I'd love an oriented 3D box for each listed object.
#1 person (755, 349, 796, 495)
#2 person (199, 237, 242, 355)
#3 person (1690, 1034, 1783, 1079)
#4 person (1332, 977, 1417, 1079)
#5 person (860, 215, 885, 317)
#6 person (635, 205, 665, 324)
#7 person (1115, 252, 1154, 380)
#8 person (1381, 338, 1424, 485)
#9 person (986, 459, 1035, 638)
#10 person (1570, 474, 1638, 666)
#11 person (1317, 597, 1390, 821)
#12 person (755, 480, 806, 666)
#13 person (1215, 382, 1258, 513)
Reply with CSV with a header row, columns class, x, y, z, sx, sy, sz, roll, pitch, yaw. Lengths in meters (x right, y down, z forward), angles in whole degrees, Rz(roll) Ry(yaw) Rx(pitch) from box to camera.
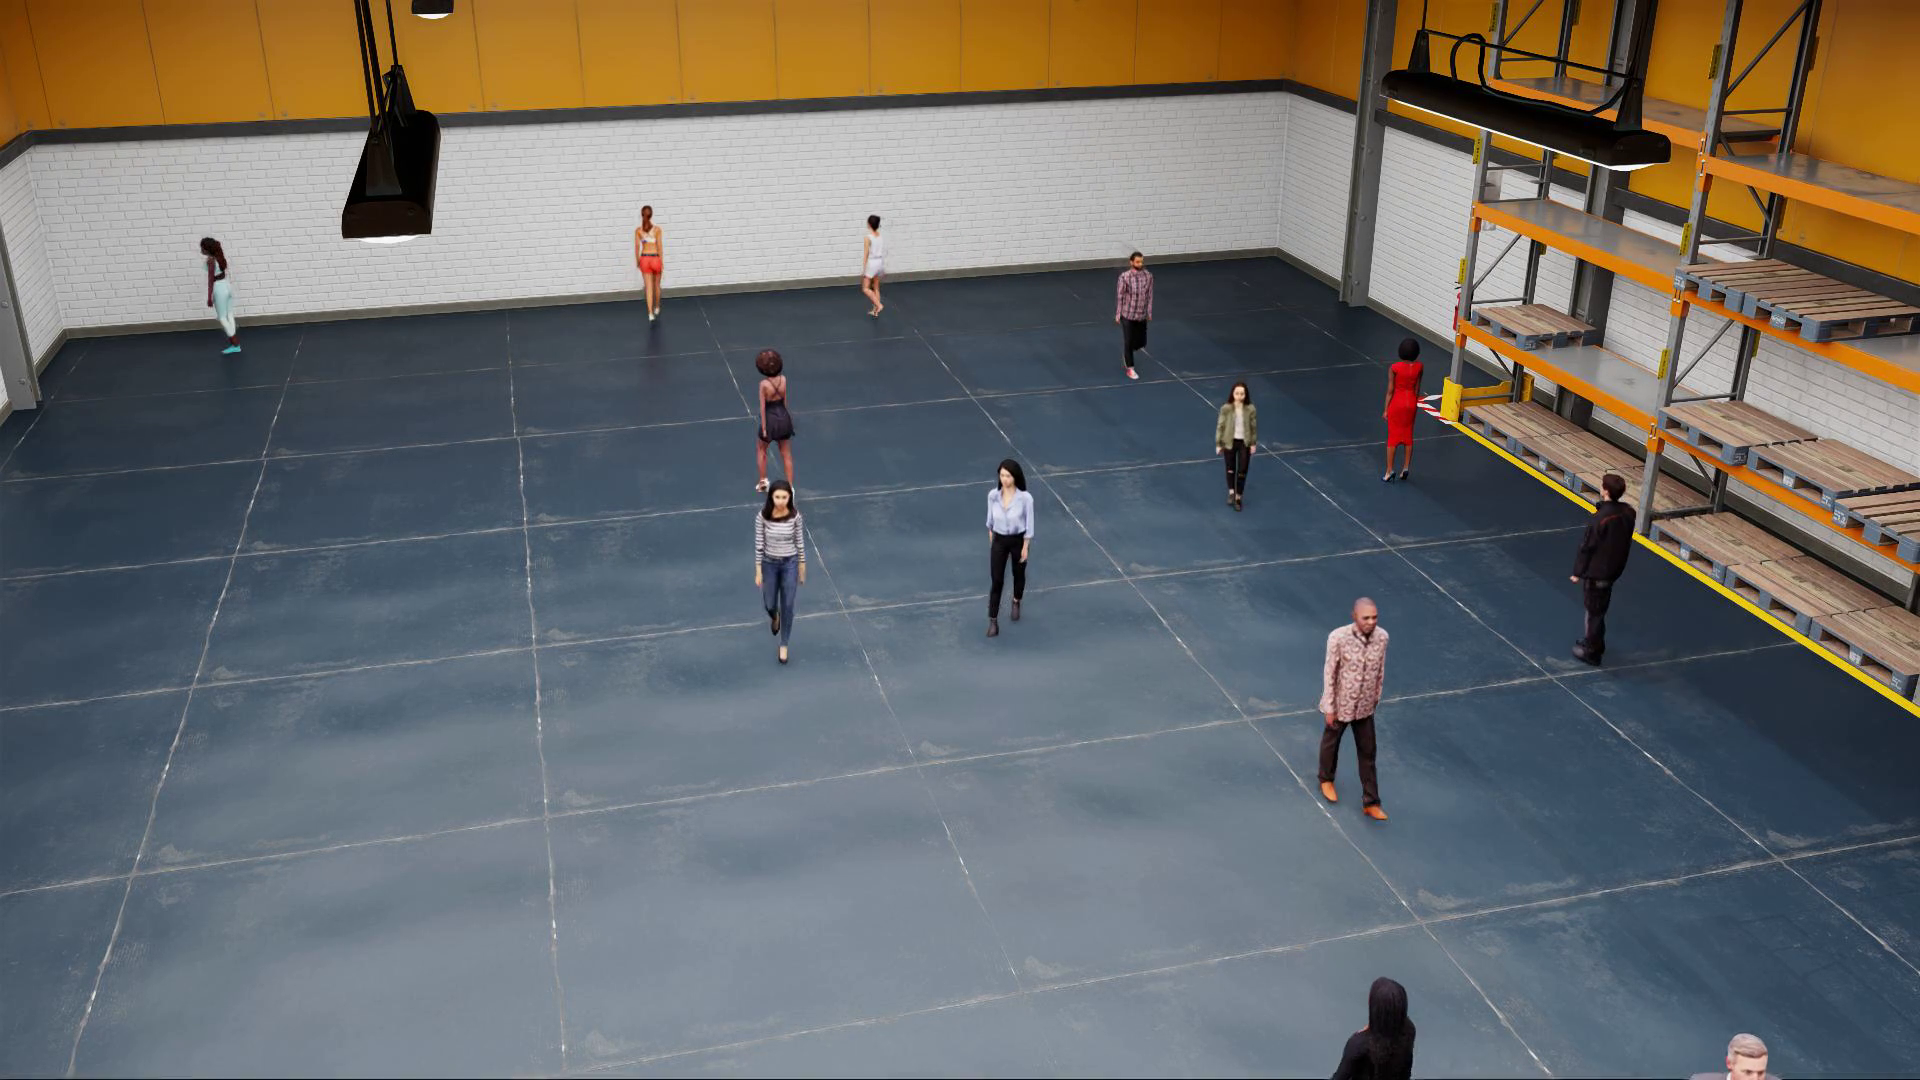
class,x,y,z,sx,sy,sz,roll,pitch,yaw
person,-2.023,-1.247,18.680,0.741,1.767,0.887,-16,28,-32
person,-10.689,-3.569,24.073,0.810,1.704,0.640,7,25,16
person,3.850,3.211,8.458,0.870,1.787,1.265,-1,24,-3
person,2.247,3.098,8.828,0.809,1.698,1.008,-16,28,-33
person,-1.283,-4.194,25.636,0.793,1.597,0.731,19,30,36
person,-4.739,-4.174,25.399,0.704,1.750,1.176,-2,24,-6
person,2.381,-3.148,23.054,0.720,1.748,0.885,-7,25,-16
person,5.133,-1.505,19.301,0.569,1.744,0.497,-5,24,-11
person,0.516,0.033,15.832,0.980,1.704,1.176,6,24,13
person,5.894,0.299,15.069,0.829,1.828,0.786,-16,28,-32
person,3.007,1.245,12.970,0.765,1.776,1.045,-4,24,-8
person,-1.654,0.261,15.212,0.626,1.782,0.739,-5,24,-11
person,3.114,-1.092,18.706,0.762,1.463,0.831,5,24,11
